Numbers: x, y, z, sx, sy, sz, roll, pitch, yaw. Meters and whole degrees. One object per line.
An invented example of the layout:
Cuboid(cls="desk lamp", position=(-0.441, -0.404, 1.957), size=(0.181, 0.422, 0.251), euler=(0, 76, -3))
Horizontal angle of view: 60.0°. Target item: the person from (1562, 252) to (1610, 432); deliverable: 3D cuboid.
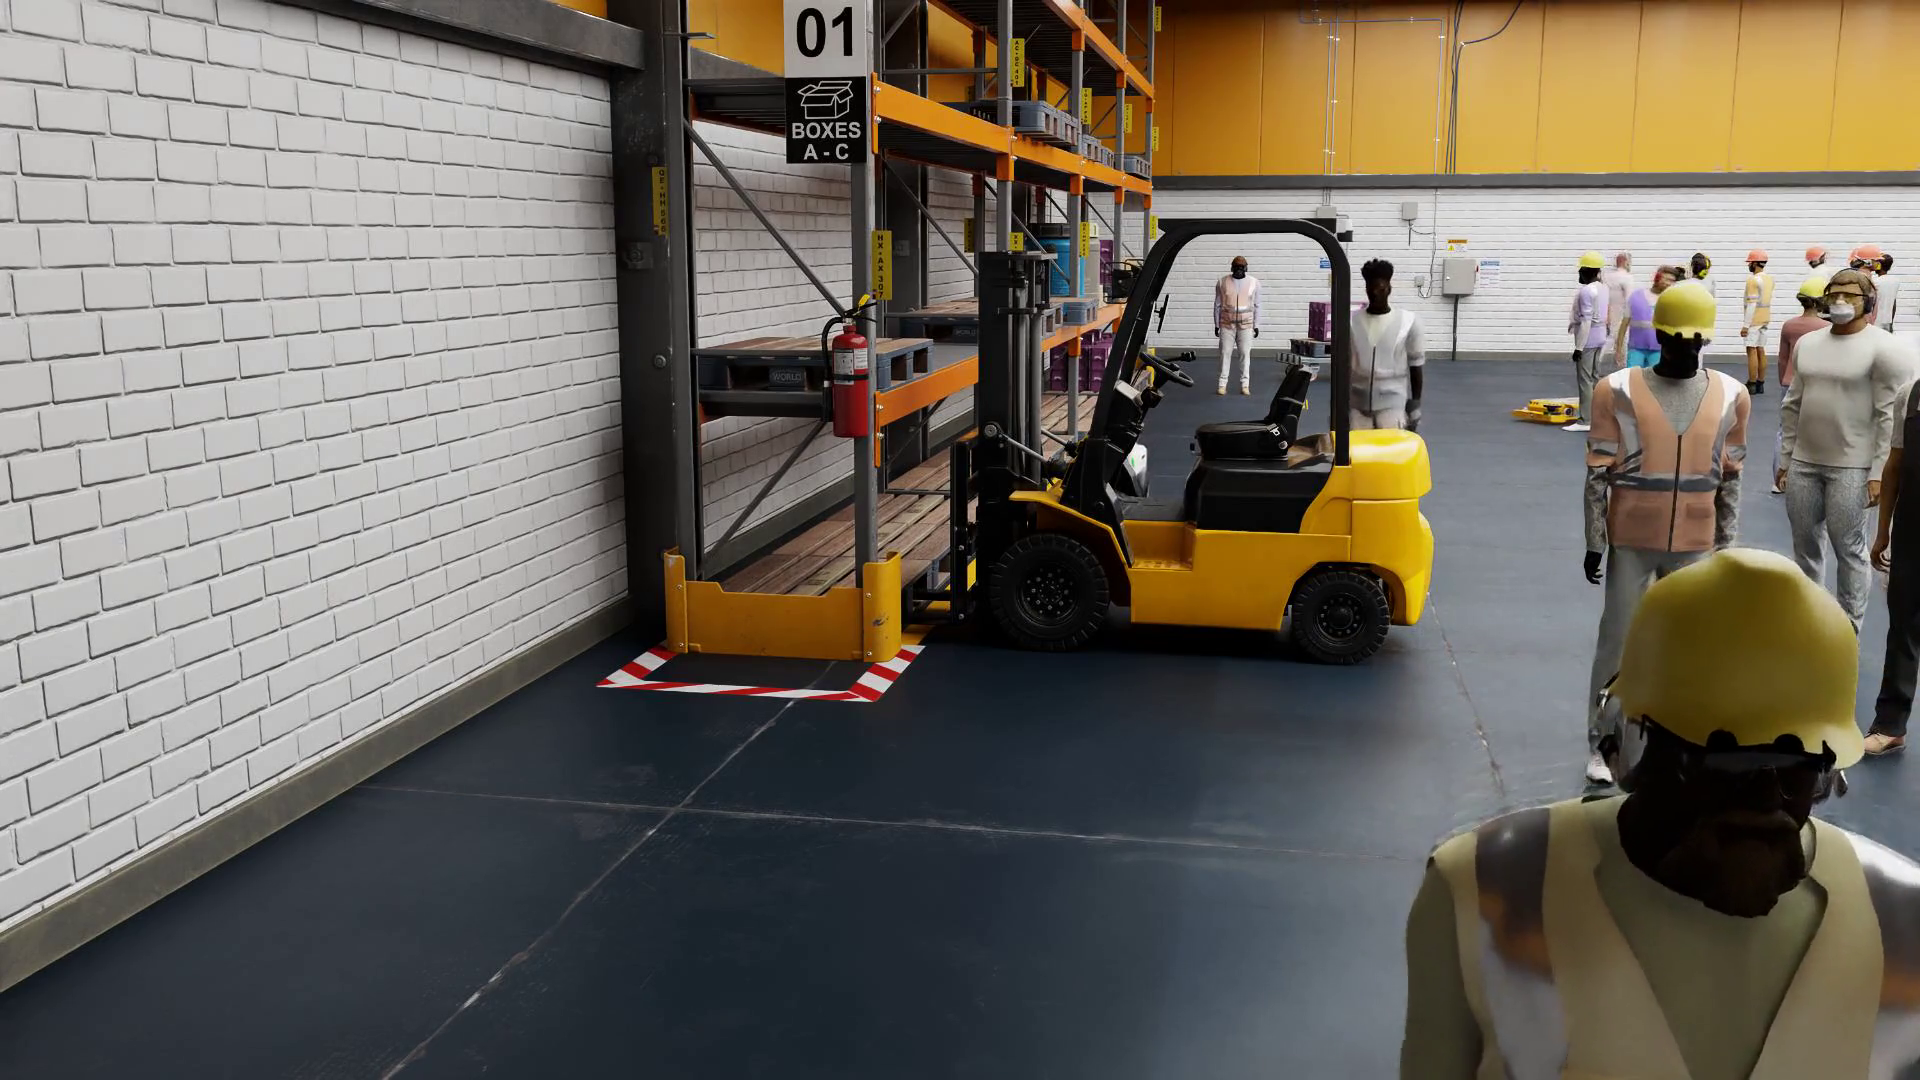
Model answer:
Cuboid(cls="person", position=(6.753, -2.127, 17.909), size=(0.367, 1.927, 0.594), euler=(9, 13, 40))

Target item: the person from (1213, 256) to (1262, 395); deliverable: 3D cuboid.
Cuboid(cls="person", position=(3.677, -2.844, 22.098), size=(0.623, 1.839, 0.429), euler=(2, 10, 9))

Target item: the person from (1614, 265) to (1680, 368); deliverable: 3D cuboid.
Cuboid(cls="person", position=(7.124, -1.933, 17.220), size=(0.645, 1.796, 0.635), euler=(2, 11, 13))

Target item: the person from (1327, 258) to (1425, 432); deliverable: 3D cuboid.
Cuboid(cls="person", position=(2.820, -0.934, 11.308), size=(0.613, 1.951, 0.432), euler=(4, 11, 21))

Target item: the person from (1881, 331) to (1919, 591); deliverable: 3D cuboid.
Cuboid(cls="person", position=(5.495, -0.549, 9.509), size=(0.613, 1.826, 1.003), euler=(2, 11, 10))

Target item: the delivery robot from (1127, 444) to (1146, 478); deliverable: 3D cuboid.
Cuboid(cls="delivery robot", position=(1.266, -0.616, 13.141), size=(0.477, 0.478, 0.707), euler=(3, 11, 14))

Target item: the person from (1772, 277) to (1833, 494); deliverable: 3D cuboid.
Cuboid(cls="person", position=(6.812, -1.221, 13.388), size=(0.308, 1.772, 0.525), euler=(-4, 11, -20))

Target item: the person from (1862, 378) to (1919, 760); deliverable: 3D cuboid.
Cuboid(cls="person", position=(3.832, -0.003, 6.498), size=(0.345, 1.847, 0.507), euler=(-7, 13, -35))

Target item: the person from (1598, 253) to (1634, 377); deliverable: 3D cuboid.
Cuboid(cls="person", position=(9.837, -3.358, 24.887), size=(1.014, 1.856, 0.662), euler=(-1, 10, -6))

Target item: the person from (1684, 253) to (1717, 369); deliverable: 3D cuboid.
Cuboid(cls="person", position=(10.453, -3.140, 23.649), size=(0.520, 1.865, 0.335), euler=(5, 12, 26))

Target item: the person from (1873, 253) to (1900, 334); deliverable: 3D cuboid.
Cuboid(cls="person", position=(12.242, -2.876, 22.185), size=(0.508, 1.872, 0.329), euler=(-4, 11, -20))

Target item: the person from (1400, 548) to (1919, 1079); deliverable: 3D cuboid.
Cuboid(cls="person", position=(0.756, 0.897, 1.731), size=(0.617, 1.788, 0.847), euler=(2, 11, 11))

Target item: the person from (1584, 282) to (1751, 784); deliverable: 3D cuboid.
Cuboid(cls="person", position=(2.678, -0.013, 6.340), size=(0.585, 1.923, 0.376), euler=(1, 10, 6))

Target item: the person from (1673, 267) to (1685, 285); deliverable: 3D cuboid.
Cuboid(cls="person", position=(9.457, -2.776, 22.104), size=(0.533, 1.697, 0.322), euler=(-6, 12, -31))

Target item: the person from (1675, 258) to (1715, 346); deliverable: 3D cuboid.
Cuboid(cls="person", position=(9.239, -2.662, 21.118), size=(0.575, 1.826, 0.444), euler=(7, 12, 32))

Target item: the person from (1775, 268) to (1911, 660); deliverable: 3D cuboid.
Cuboid(cls="person", position=(4.299, -0.360, 8.196), size=(0.361, 1.939, 0.635), euler=(-4, 11, -22))

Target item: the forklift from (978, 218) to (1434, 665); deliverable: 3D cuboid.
Cuboid(cls="forklift", position=(1.285, -0.567, 8.635), size=(2.313, 2.155, 1.214), euler=(2, 11, 11))

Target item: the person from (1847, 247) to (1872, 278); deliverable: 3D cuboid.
Cuboid(cls="person", position=(12.536, -3.115, 23.297), size=(0.349, 1.942, 0.545), euler=(3, 11, 15))

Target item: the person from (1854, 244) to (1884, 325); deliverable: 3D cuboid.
Cuboid(cls="person", position=(10.954, -2.582, 20.228), size=(0.381, 1.994, 0.622), euler=(2, 10, 9))

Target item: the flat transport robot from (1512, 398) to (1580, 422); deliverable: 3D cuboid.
Cuboid(cls="flat transport robot", position=(7.119, -1.499, 19.014), size=(1.431, 0.197, 0.652), euler=(-4, 11, -20))

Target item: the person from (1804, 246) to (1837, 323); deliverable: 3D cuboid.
Cuboid(cls="person", position=(12.737, -3.350, 24.566), size=(0.750, 1.941, 0.552), euler=(-3, 11, -16))

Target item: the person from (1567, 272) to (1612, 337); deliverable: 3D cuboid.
Cuboid(cls="person", position=(9.070, -3.072, 24.007), size=(0.839, 1.593, 0.551), euler=(-10, 14, -42))

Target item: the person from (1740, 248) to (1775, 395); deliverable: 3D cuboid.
Cuboid(cls="person", position=(10.557, -2.899, 22.121), size=(0.547, 1.938, 0.379), euler=(-8, 13, -37))
